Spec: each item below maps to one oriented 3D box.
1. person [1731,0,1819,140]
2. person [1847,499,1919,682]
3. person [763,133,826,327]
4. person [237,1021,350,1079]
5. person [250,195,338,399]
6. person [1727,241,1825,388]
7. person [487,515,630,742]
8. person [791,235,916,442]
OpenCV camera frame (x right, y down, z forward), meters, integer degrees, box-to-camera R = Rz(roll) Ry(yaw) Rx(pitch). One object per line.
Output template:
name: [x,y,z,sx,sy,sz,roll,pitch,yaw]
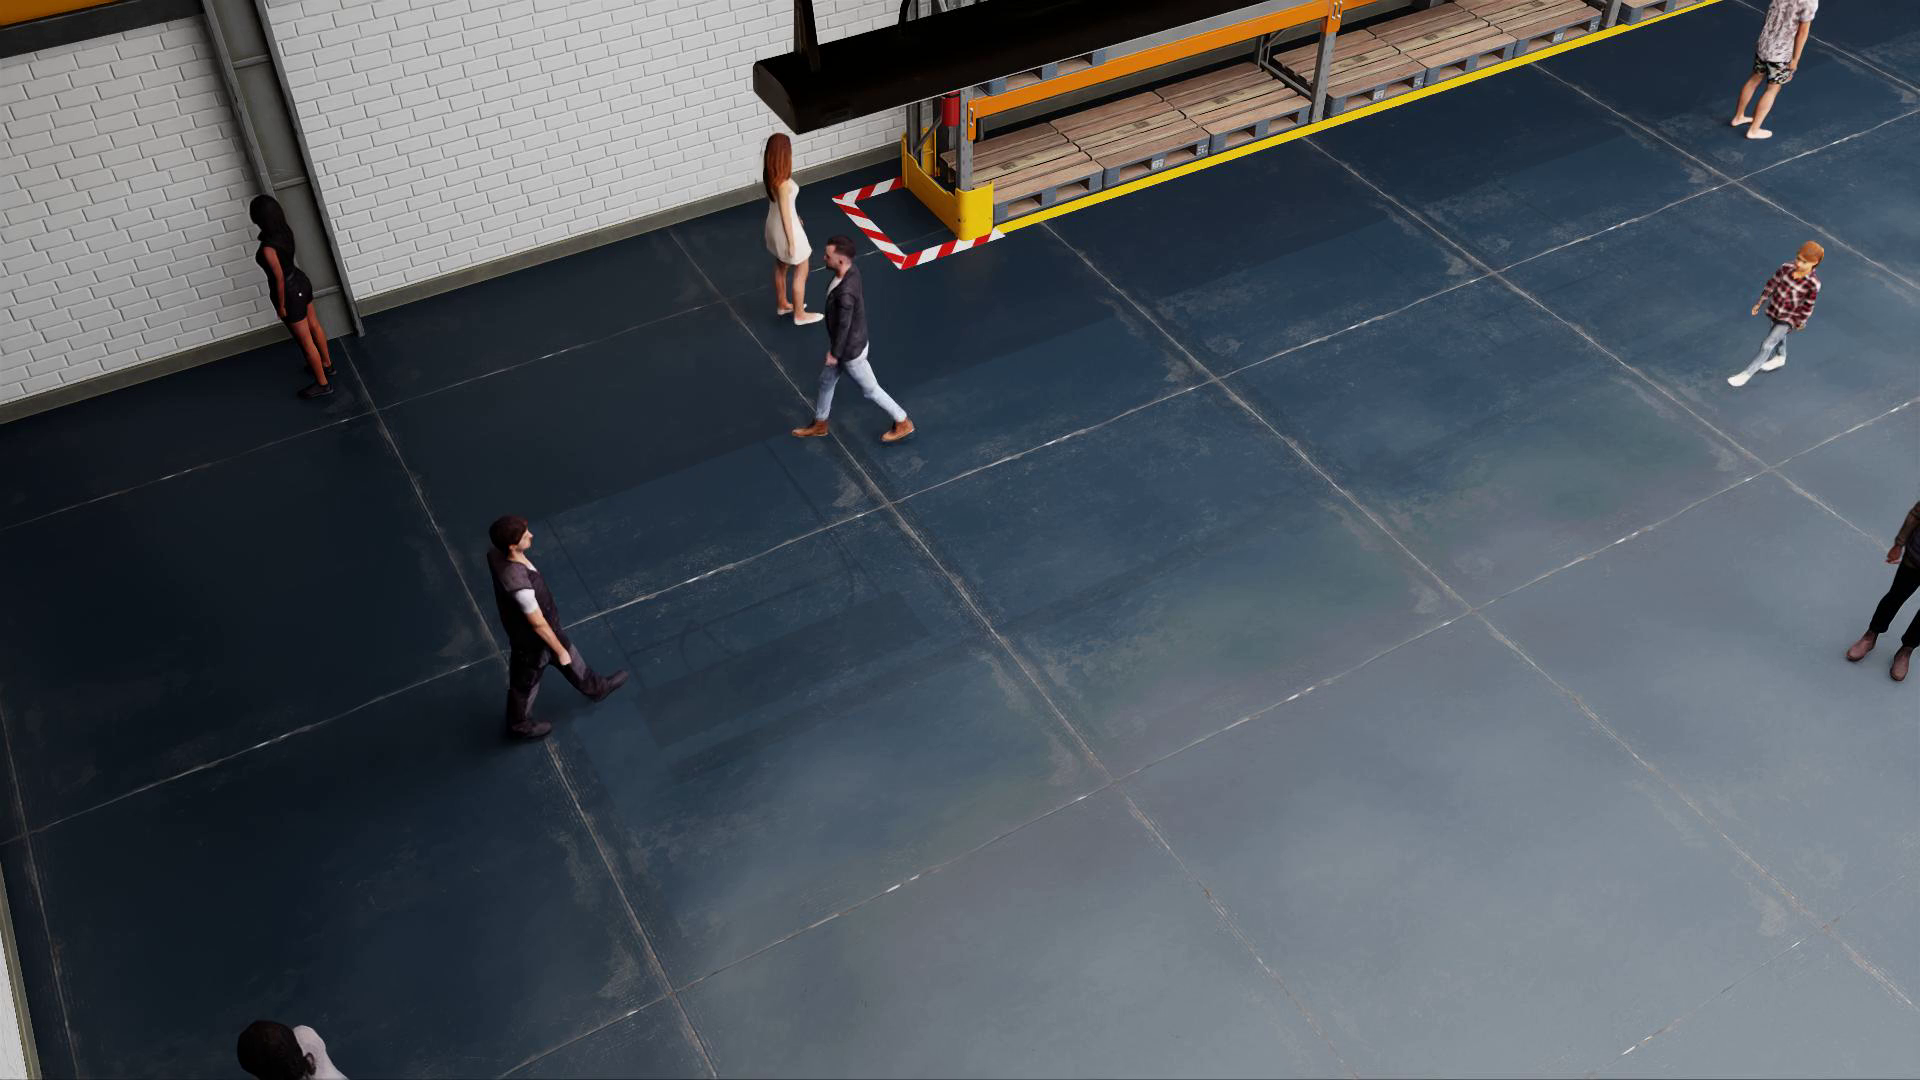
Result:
person: [7.703,-4.666,15.658,0.622,1.812,0.703,-15,46,-15]
person: [6.232,0.133,10.604,0.768,1.836,0.723,28,50,26]
person: [-1.476,-2.513,13.479,0.620,1.702,0.598,-16,46,-16]
person: [-3.075,2.775,7.999,0.808,1.603,0.761,-1,44,-1]
person: [-5.139,-1.887,12.793,0.658,1.741,0.670,-4,44,-4]
person: [6.512,-1.797,13.045,0.924,1.263,0.575,-18,46,-18]
person: [-2.715,0.586,10.144,1.109,1.816,0.784,-16,46,-17]
person: [-0.717,-1.422,12.258,1.263,1.807,0.958,-5,44,-5]
